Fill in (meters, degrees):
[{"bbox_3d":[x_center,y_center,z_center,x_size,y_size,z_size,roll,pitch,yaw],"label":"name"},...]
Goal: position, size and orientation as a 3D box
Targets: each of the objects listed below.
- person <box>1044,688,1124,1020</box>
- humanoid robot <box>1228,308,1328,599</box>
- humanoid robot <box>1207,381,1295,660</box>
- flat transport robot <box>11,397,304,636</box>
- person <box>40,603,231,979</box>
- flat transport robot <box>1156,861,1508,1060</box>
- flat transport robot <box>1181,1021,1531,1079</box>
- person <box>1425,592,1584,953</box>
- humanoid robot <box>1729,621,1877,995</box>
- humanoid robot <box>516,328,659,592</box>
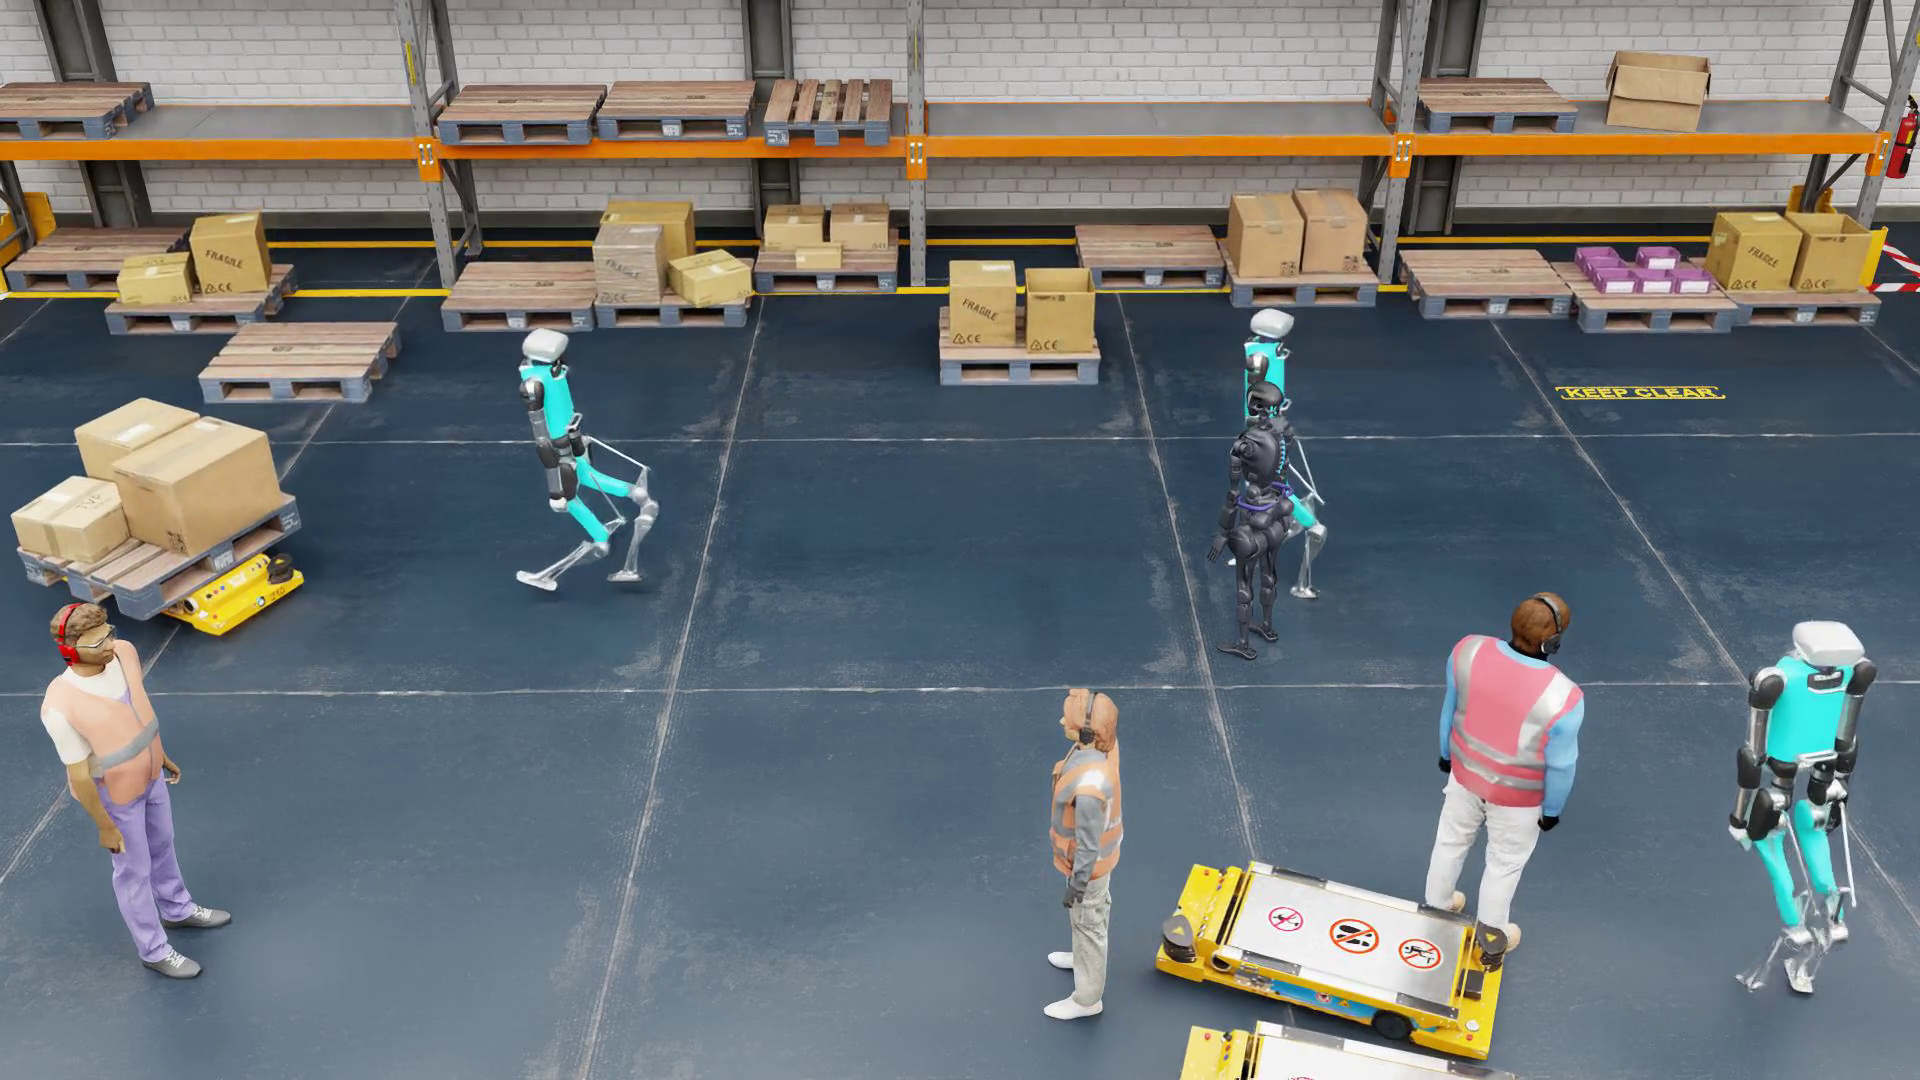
[{"bbox_3d":[0.520,1.302,6.909,0.308,1.641,0.513,4,31,7],"label":"person"},{"bbox_3d":[1.995,-0.464,9.801,0.876,1.785,0.567,12,33,19],"label":"humanoid robot"},{"bbox_3d":[1.636,-0.115,9.221,0.599,1.657,0.315,-27,40,-37],"label":"humanoid robot"},{"bbox_3d":[-4.774,0.176,10.117,1.431,0.231,0.659,15,34,23],"label":"flat transport robot"},{"bbox_3d":[-3.567,1.057,7.119,0.390,1.846,0.565,1,31,2],"label":"person"},{"bbox_3d":[1.652,1.821,7.380,1.431,0.231,0.659,12,33,19],"label":"flat transport robot"},{"bbox_3d":[1.577,2.306,6.573,1.431,0.231,0.659,8,32,14],"label":"flat transport robot"},{"bbox_3d":[2.346,1.021,7.199,0.431,1.837,0.629,-25,39,-35],"label":"person"},{"bbox_3d":[3.545,1.249,6.937,0.534,1.812,0.742,-6,32,-10],"label":"humanoid robot"},{"bbox_3d":[-2.152,-0.395,9.647,1.026,1.741,0.564,2,31,4],"label":"humanoid robot"}]
